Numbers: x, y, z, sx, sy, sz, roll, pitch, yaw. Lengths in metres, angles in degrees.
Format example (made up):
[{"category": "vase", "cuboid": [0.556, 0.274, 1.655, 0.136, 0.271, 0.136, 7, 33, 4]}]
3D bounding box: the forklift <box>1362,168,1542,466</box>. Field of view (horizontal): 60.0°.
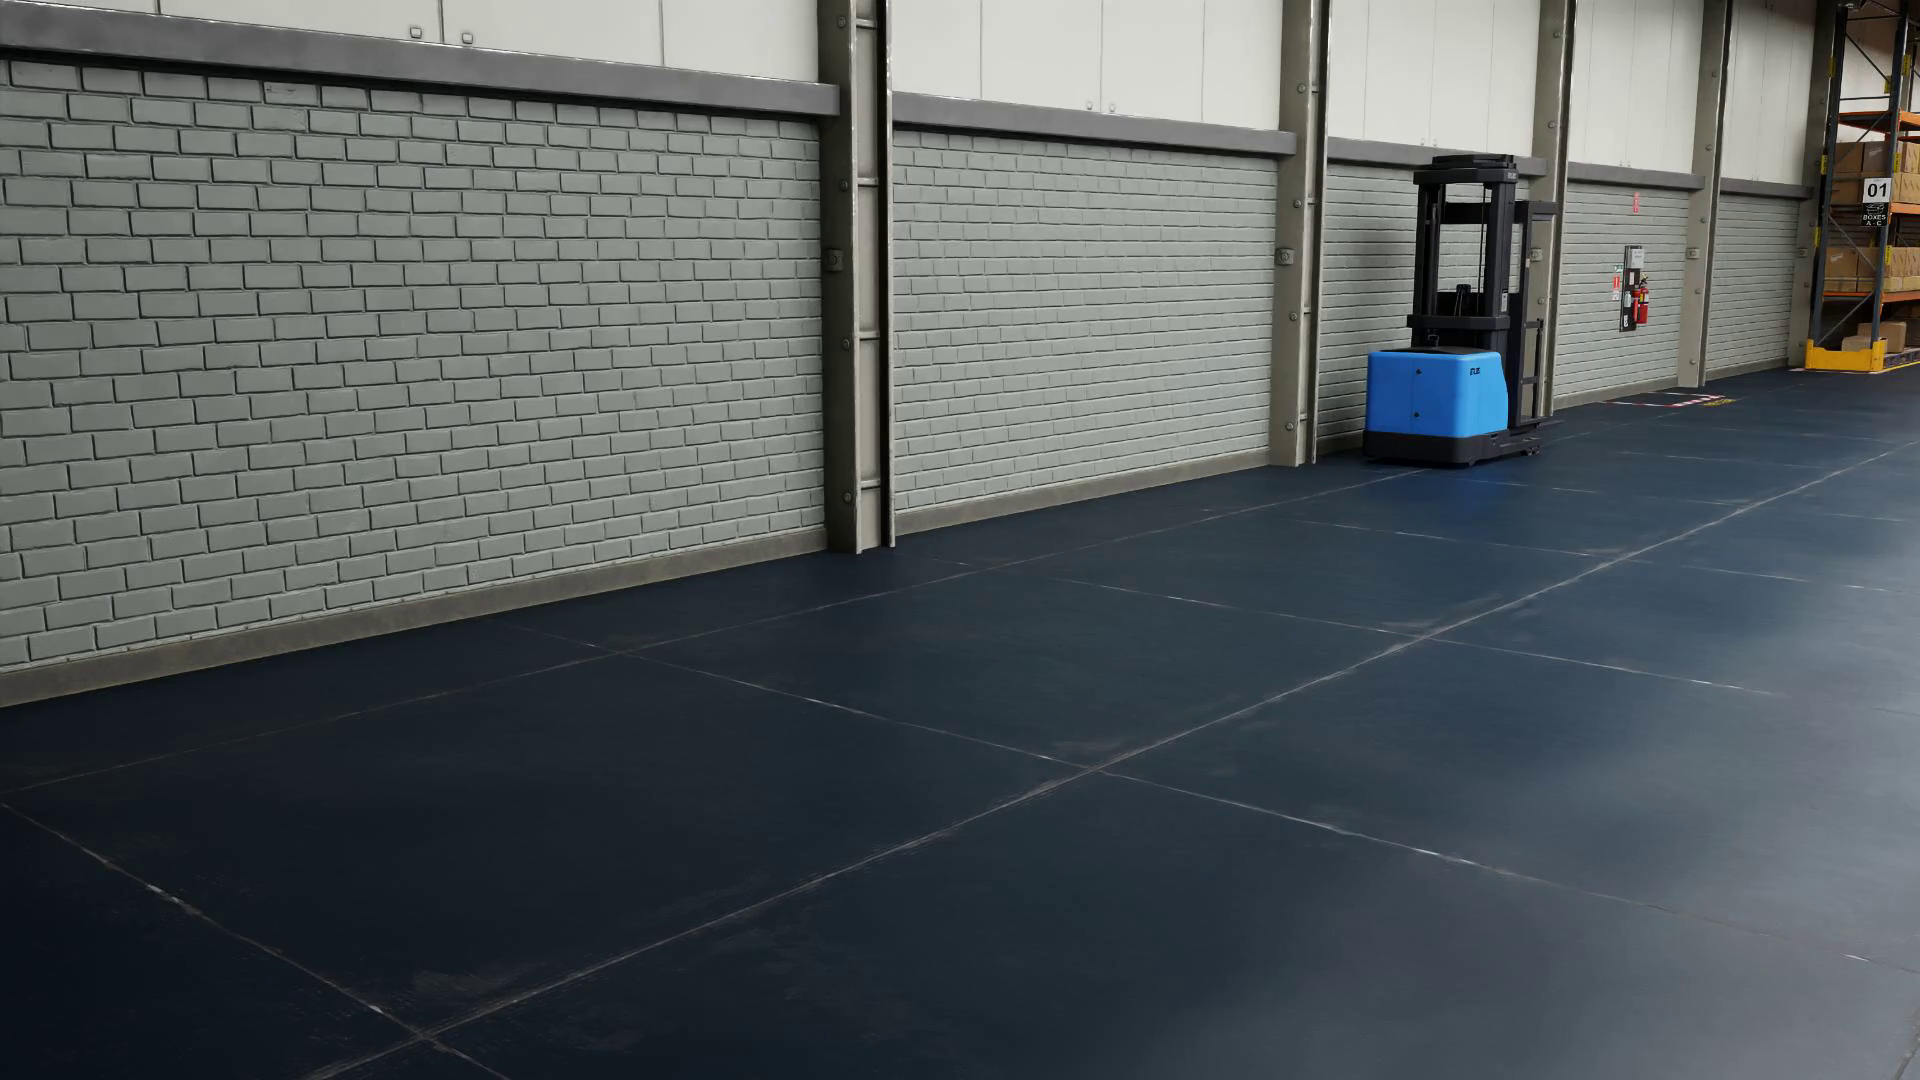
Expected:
[{"category": "forklift", "cuboid": [4.875, -2.212, 16.287, 1.129, 2.768, 1.873, 8, 13, 40]}]
